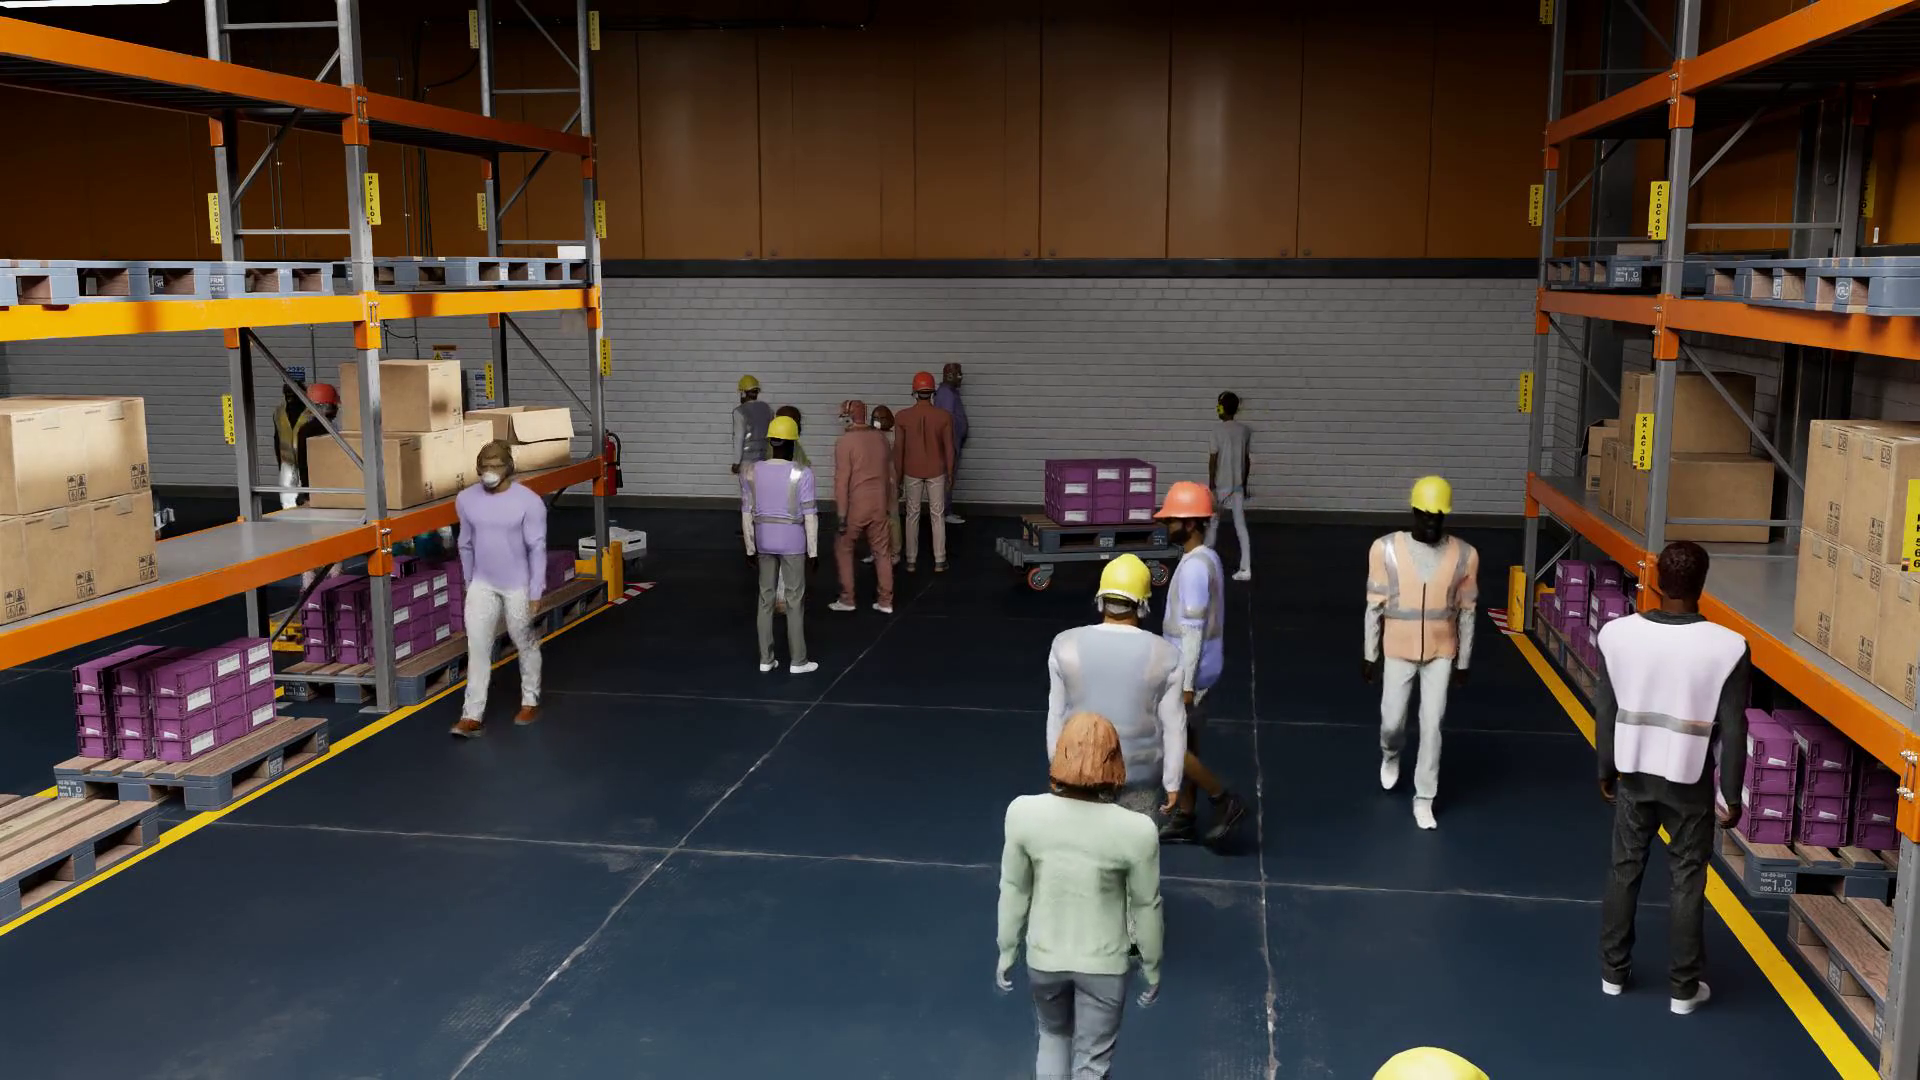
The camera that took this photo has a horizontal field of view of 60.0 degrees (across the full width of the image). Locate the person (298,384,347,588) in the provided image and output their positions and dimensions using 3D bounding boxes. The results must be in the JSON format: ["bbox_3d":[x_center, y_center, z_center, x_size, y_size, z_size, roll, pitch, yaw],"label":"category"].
[{"bbox_3d":[-5.713,-0.396,14.924,0.633,1.985,0.577,7,11,36],"label":"person"}]

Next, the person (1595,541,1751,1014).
[{"bbox_3d":[2.868,0.957,6.752,0.591,1.910,0.376,8,12,39],"label":"person"}]

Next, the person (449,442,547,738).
[{"bbox_3d":[-2.972,0.329,10.680,0.638,1.893,0.959,1,9,9],"label":"person"}]

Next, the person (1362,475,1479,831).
[{"bbox_3d":[2.501,0.580,9.074,0.609,1.911,0.623,2,9,9],"label":"person"}]

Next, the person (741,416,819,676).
[{"bbox_3d":[-1.317,0.041,12.344,0.594,1.924,0.382,3,10,18],"label":"person"}]

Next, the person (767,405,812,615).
[{"bbox_3d":[-1.491,-0.265,14.648,0.432,1.814,0.770,-2,9,-10],"label":"person"}]

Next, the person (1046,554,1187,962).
[{"bbox_3d":[0.656,0.960,7.027,0.609,1.812,0.631,2,9,12],"label":"person"}]

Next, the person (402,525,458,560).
[{"bbox_3d":[-5.495,-0.713,17.097,0.995,1.887,0.662,8,12,39],"label":"person"}]

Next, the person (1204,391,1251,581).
[{"bbox_3d":[2.593,-0.534,16.220,0.548,1.818,1.004,-4,10,-21],"label":"person"}]

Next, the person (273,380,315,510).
[{"bbox_3d":[-7.108,-0.804,17.883,0.648,1.811,0.761,0,9,2],"label":"person"}]

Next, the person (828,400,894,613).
[{"bbox_3d":[-0.877,-0.280,14.532,0.612,1.879,0.681,9,13,43],"label":"person"}]

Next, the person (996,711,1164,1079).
[{"bbox_3d":[0.387,1.335,5.284,0.533,1.618,0.393,3,10,21],"label":"person"}]

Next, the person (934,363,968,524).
[{"bbox_3d":[-0.105,-1.152,19.773,0.401,1.904,0.651,-1,9,-6],"label":"person"}]

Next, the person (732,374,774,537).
[{"bbox_3d":[-2.349,-0.943,18.708,0.404,1.829,0.600,7,11,36],"label":"person"}]

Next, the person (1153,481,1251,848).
[{"bbox_3d":[1.199,0.659,8.531,0.464,1.928,0.561,2,9,12],"label":"person"}]

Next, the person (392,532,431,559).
[{"bbox_3d":[-5.385,-0.497,15.984,0.619,1.820,0.583,-6,11,-34],"label":"person"}]

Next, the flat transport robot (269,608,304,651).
[{"bbox_3d":[-5.200,0.664,13.595,0.652,0.197,1.431,2,9,9],"label":"flat transport robot"}]

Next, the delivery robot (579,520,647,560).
[{"bbox_3d":[-3.381,0.051,16.218,0.477,0.478,0.707,5,10,28],"label":"delivery robot"}]

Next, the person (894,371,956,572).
[{"bbox_3d":[-0.350,-0.674,16.537,0.613,1.997,0.374,0,9,2],"label":"person"}]

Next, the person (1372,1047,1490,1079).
[{"bbox_3d":[0.750,1.675,2.763,0.529,1.768,0.312,-9,13,-43],"label":"person"}]

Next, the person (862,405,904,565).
[{"bbox_3d":[-0.777,-0.560,16.951,0.507,1.631,0.266,6,11,32],"label":"person"}]
